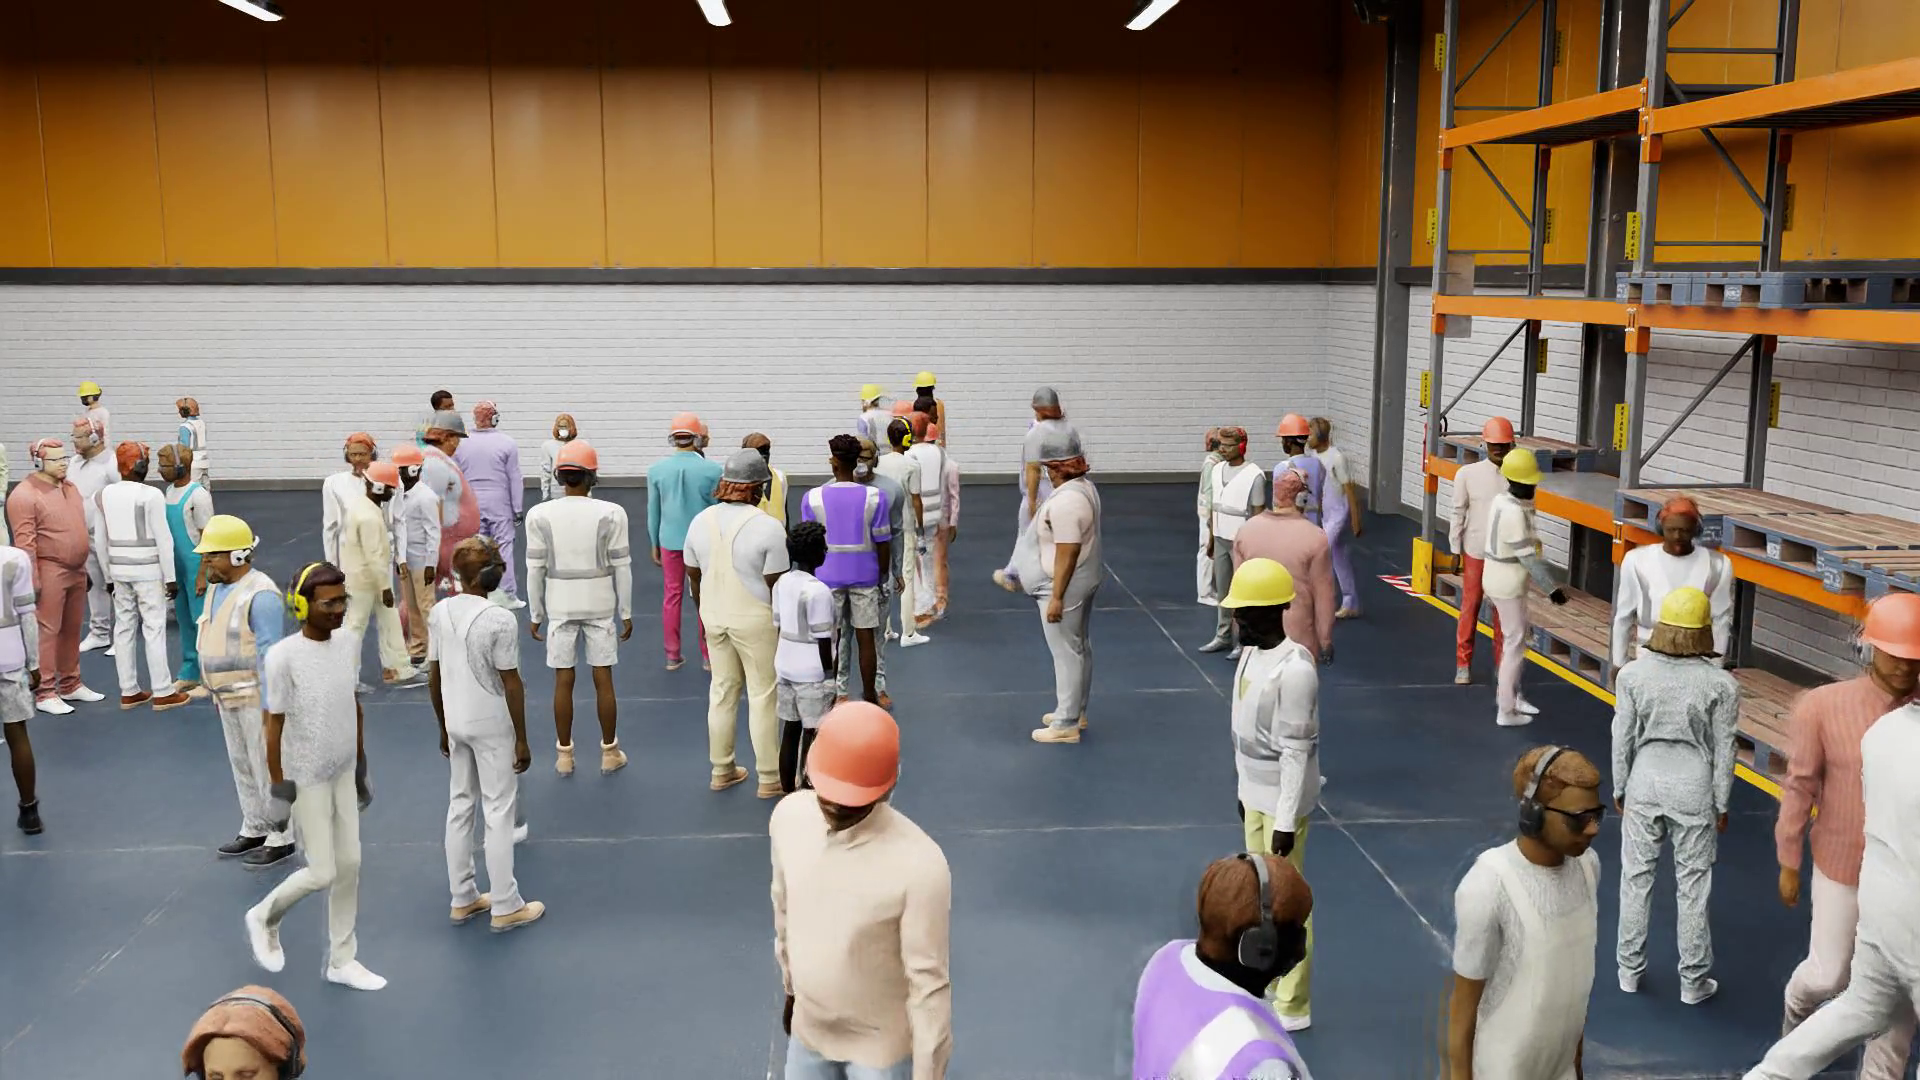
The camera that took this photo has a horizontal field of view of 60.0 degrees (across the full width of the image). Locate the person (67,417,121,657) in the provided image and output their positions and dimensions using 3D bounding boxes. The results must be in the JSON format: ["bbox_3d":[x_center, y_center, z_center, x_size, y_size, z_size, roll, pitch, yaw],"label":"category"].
[{"bbox_3d":[-6.863,-0.025,13.246,0.643,1.906,0.400,4,10,25],"label":"person"}]

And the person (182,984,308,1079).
[{"bbox_3d":[-1.387,1.678,3.398,0.538,1.635,0.318,-3,9,-17],"label":"person"}]

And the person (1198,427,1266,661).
[{"bbox_3d":[2.177,0.021,13.144,0.377,1.842,0.570,-6,11,-32],"label":"person"}]

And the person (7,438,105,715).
[{"bbox_3d":[-6.262,0.241,11.568,0.406,1.906,0.654,1,9,5],"label":"person"}]

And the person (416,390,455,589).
[{"bbox_3d":[-5.005,-0.495,16.144,0.392,1.922,0.592,4,10,22],"label":"person"}]

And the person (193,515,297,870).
[{"bbox_3d":[-3.665,0.773,8.503,0.596,1.826,0.405,8,12,40],"label":"person"}]

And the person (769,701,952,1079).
[{"bbox_3d":[-0.244,1.337,4.568,0.670,1.944,0.705,7,11,37],"label":"person"}]

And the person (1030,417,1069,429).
[{"bbox_3d":[1.051,-0.915,19.793,0.535,1.602,0.830,-2,9,-13],"label":"person"}]

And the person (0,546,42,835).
[{"bbox_3d":[-5.238,0.656,8.904,0.548,1.929,0.388,-6,11,-31],"label":"person"}]

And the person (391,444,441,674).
[{"bbox_3d":[-4.162,0.143,12.658,0.336,1.749,0.575,-8,12,-42],"label":"person"}]

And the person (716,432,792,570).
[{"bbox_3d":[-1.532,0.103,12.636,0.622,1.844,0.429,-8,12,-42],"label":"person"}]

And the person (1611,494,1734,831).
[{"bbox_3d":[3.904,0.651,9.152,0.582,1.863,0.540,4,10,21],"label":"person"}]

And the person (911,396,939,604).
[{"bbox_3d":[-0.377,-0.372,15.382,0.370,1.915,0.597,0,9,-3],"label":"person"}]

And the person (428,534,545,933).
[{"bbox_3d":[-2.206,0.888,7.691,0.520,1.844,0.330,5,10,26],"label":"person"}]

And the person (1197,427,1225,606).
[{"bbox_3d":[2.336,-0.222,15.307,0.315,1.640,0.514,3,10,18],"label":"person"}]

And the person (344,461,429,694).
[{"bbox_3d":[-4.162,0.278,11.968,0.805,1.692,0.576,-2,9,-13],"label":"person"}]

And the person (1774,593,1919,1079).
[{"bbox_3d":[3.216,1.121,5.895,0.623,1.964,0.701,2,9,15],"label":"person"}]

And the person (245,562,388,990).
[{"bbox_3d":[-2.739,0.995,7.022,0.565,1.852,0.504,4,10,21],"label":"person"}]

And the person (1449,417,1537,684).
[{"bbox_3d":[3.932,0.084,12.275,0.625,1.992,0.386,1,9,5],"label":"person"}]

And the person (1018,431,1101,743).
[{"bbox_3d":[0.641,0.290,10.835,0.536,2.000,0.673,3,9,16],"label":"person"}]

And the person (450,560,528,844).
[{"bbox_3d":[-2.493,0.816,8.863,0.344,1.623,0.622,0,9,-3],"label":"person"}]

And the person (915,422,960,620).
[{"bbox_3d":[-0.283,-0.168,14.612,0.559,1.751,0.326,2,9,14],"label":"person"}]

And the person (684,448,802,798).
[{"bbox_3d":[-1.220,0.470,9.707,0.689,2.000,0.539,5,10,30],"label":"person"}]

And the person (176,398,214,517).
[{"bbox_3d":[-8.773,-0.816,19.069,0.311,1.633,0.519,0,9,-1],"label":"person"}]

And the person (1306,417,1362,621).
[{"bbox_3d":[3.181,-0.172,14.473,0.764,1.797,0.525,-2,9,-14],"label":"person"}]

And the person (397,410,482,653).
[{"bbox_3d":[-4.140,-0.079,13.153,0.936,2.000,0.682,-4,10,-25],"label":"person"}]

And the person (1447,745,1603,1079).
[{"bbox_3d":[1.477,1.404,4.504,0.527,1.825,0.595,-6,11,-32],"label":"person"}]

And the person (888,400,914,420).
[{"bbox_3d":[-0.569,-0.559,17.065,0.332,1.750,0.573,-3,9,-17],"label":"person"}]

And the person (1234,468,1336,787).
[{"bbox_3d":[1.928,0.523,9.802,0.648,1.907,0.404,9,13,43],"label":"person"}]

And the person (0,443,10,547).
[{"bbox_3d":[-9.879,-0.466,16.853,0.498,1.634,0.278,2,9,11],"label":"person"}]

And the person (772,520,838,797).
[{"bbox_3d":[-0.836,0.734,9.124,0.321,1.697,0.530,-6,11,-33],"label":"person"}]

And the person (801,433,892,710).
[{"bbox_3d":[-0.766,0.258,11.270,0.611,1.966,0.362,-1,9,-4],"label":"person"}]

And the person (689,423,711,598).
[{"bbox_3d":[-2.452,-0.271,15.618,0.307,1.640,0.514,-1,9,-8],"label":"person"}]

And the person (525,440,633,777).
[{"bbox_3d":[-2.290,0.414,10.057,0.616,2.040,0.381,-1,9,-7],"label":"person"}]

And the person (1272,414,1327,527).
[{"bbox_3d":[2.658,-0.040,13.262,0.542,1.929,0.382,-7,11,-36],"label":"person"}]

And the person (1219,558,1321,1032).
[{"bbox_3d":[1.225,1.019,6.669,0.414,1.918,0.581,-2,9,-11],"label":"person"}]

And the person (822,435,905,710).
[{"bbox_3d":[-0.676,0.233,11.520,0.635,1.936,0.353,-3,10,-20],"label":"person"}]

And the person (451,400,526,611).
[{"bbox_3d":[-4.227,-0.303,14.981,0.645,1.908,0.408,1,9,6],"label":"person"}]

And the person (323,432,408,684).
[{"bbox_3d":[-4.373,0.143,12.258,0.584,1.879,0.337,-3,10,-20],"label":"person"}]

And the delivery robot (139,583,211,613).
[{"bbox_3d":[-6.822,0.425,14.349,0.707,0.478,0.477,-8,12,-42],"label":"delivery robot"}]

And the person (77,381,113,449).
[{"bbox_3d":[-10.349,-1.019,19.935,0.525,1.762,0.339,6,11,31],"label":"person"}]

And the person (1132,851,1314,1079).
[{"bbox_3d":[0.701,1.555,3.644,0.913,1.800,0.644,-1,9,-6],"label":"person"}]

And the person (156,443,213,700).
[{"bbox_3d":[-5.526,0.222,11.892,0.505,1.841,0.344,7,11,36],"label":"person"}]

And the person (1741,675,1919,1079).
[{"bbox_3d":[3.045,1.239,5.416,0.776,1.881,0.741,1,9,7],"label":"person"}]

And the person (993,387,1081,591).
[{"bbox_3d":[0.801,-0.483,15.688,0.705,2.000,1.034,-8,12,-40],"label":"person"}]

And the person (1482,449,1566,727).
[{"bbox_3d":[3.775,0.312,11.184,0.510,1.887,0.637,3,9,16],"label":"person"}]

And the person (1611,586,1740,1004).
[{"bbox_3d":[2.979,1.055,6.966,0.487,1.744,0.314,6,11,33],"label":"person"}]

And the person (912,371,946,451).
[{"bbox_3d":[-0.366,-0.996,19.306,0.393,1.919,0.583,3,10,20],"label":"person"}]

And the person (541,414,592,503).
[{"bbox_3d":[-3.990,-0.471,16.891,0.507,1.631,0.273,-3,9,-16],"label":"person"}]

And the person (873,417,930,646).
[{"bbox_3d":[-0.504,-0.065,13.608,0.534,1.868,0.309,6,11,32],"label":"person"}]

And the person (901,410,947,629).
[{"bbox_3d":[-0.359,-0.173,14.264,0.593,1.885,0.381,-9,13,-44],"label":"person"}]

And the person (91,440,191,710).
[{"bbox_3d":[-5.712,0.249,11.577,0.572,1.887,0.355,2,9,13],"label":"person"}]

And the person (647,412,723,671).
[{"bbox_3d":[-2.085,0.016,12.743,0.615,1.989,0.400,1,9,4],"label":"person"}]
